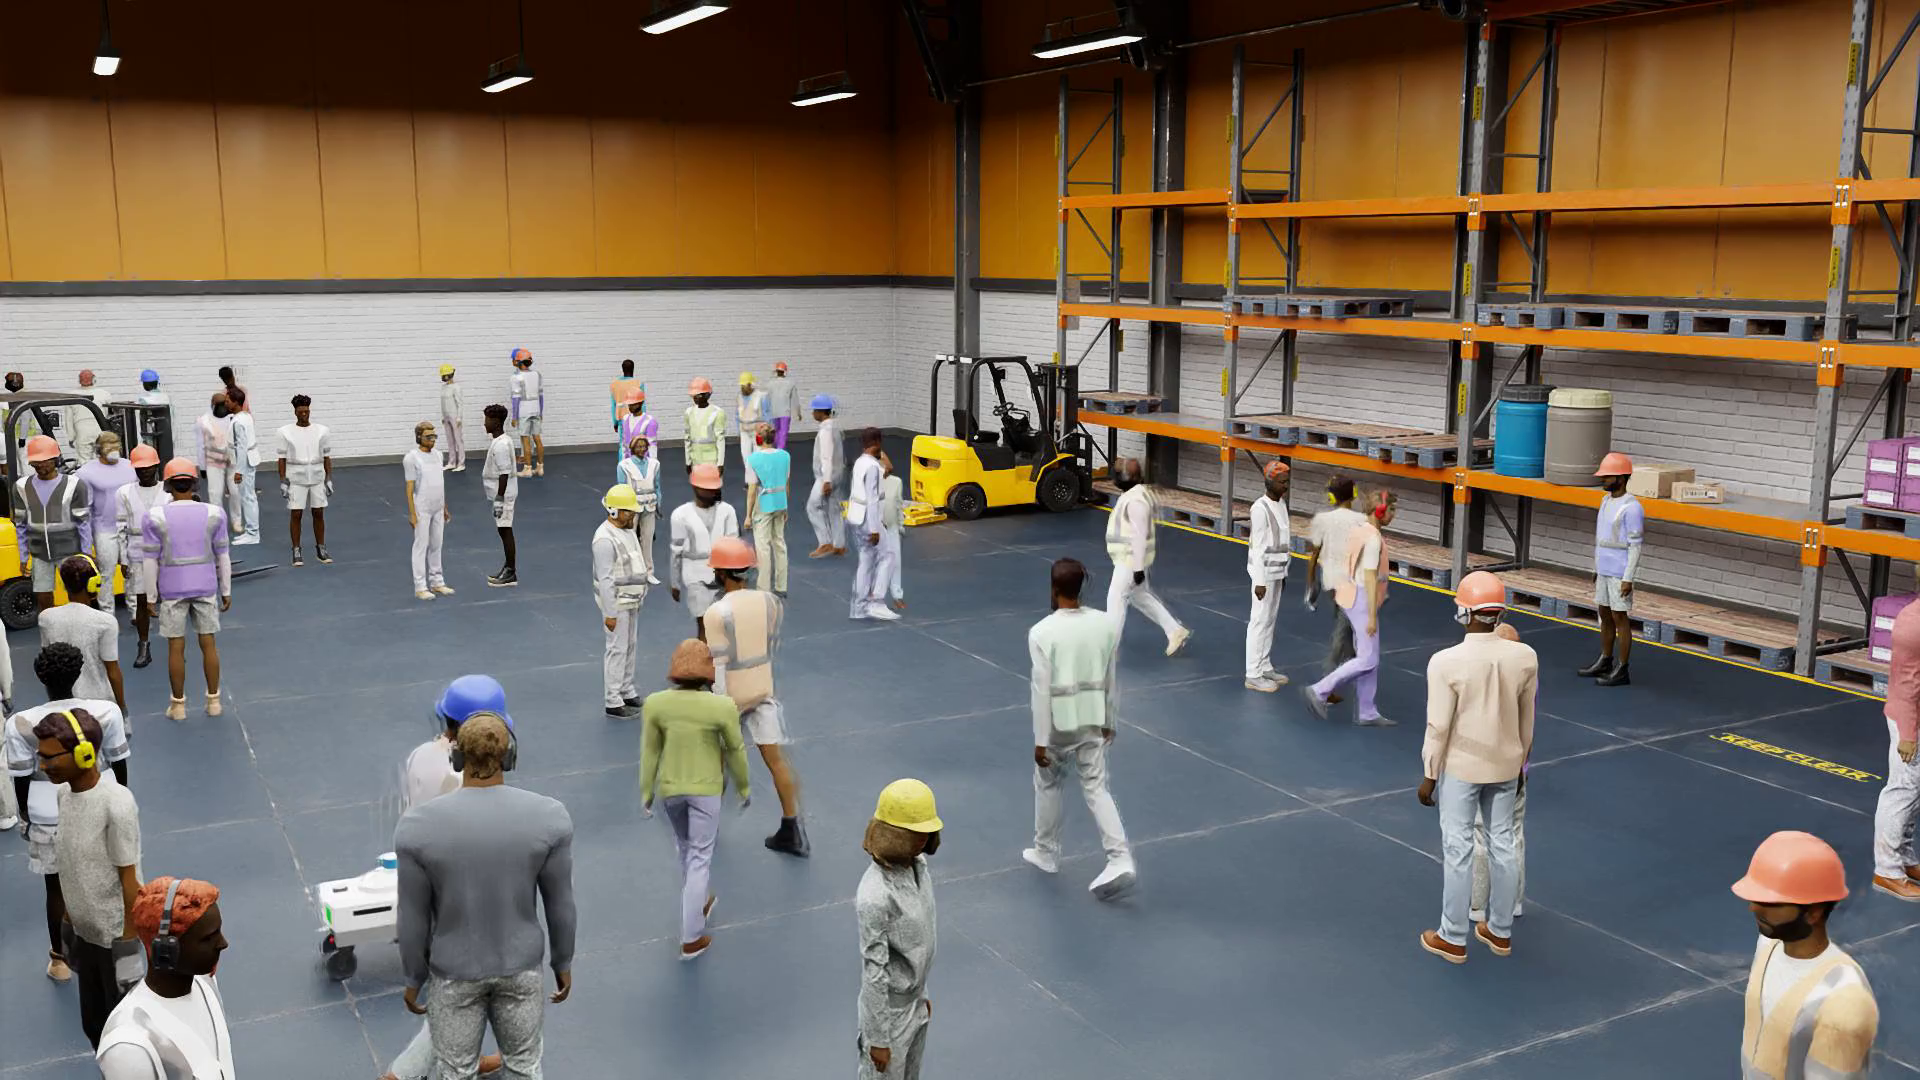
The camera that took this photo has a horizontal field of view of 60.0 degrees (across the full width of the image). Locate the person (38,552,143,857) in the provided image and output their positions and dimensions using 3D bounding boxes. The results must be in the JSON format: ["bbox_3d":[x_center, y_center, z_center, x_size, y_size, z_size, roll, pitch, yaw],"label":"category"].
[{"bbox_3d":[-5.052,0.997,9.646,0.506,1.864,0.332,2,10,10],"label":"person"}]

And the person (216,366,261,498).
[{"bbox_3d":[-10.585,-1.591,24.367,0.370,1.929,0.731,3,10,18],"label":"person"}]

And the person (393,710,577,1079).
[{"bbox_3d":[-1.730,1.576,6.127,0.636,1.929,0.373,-4,10,-20],"label":"person"}]

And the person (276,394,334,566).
[{"bbox_3d":[-7.495,-0.693,19.067,0.606,1.966,0.367,-7,12,-35],"label":"person"}]

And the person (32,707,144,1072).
[{"bbox_3d":[-3.337,1.553,6.467,0.531,1.856,0.330,7,12,36],"label":"person"}]

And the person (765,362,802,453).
[{"bbox_3d":[-2.983,-2.161,28.253,0.585,1.711,0.864,4,10,20],"label":"person"}]

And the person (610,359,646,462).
[{"bbox_3d":[-5.172,-1.858,25.945,0.598,1.908,0.401,4,10,20],"label":"person"}]

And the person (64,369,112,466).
[{"bbox_3d":[-12.455,-1.497,23.867,0.643,1.910,0.400,-4,10,-20],"label":"person"}]

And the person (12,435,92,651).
[{"bbox_3d":[-7.775,0.109,14.275,0.603,2.034,0.417,-1,10,-9],"label":"person"}]

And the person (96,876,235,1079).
[{"bbox_3d":[-2.176,1.851,4.678,0.358,1.880,0.575,-1,10,-4],"label":"person"}]

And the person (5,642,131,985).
[{"bbox_3d":[-4.354,1.334,8.176,0.534,1.697,0.318,-6,12,-32],"label":"person"}]

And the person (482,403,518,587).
[{"bbox_3d":[-4.940,-0.487,17.879,0.367,1.966,0.606,-3,10,-14],"label":"person"}]

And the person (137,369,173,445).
[{"bbox_3d":[-11.354,-1.461,23.588,0.626,1.930,0.621,3,10,15],"label":"person"}]

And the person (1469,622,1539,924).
[{"bbox_3d":[2.864,1.240,8.908,0.509,1.629,0.315,-5,11,-26],"label":"person"}]

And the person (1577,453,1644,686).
[{"bbox_3d":[5.390,0.242,13.767,0.373,1.934,0.551,-1,10,-7],"label":"person"}]

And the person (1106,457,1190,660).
[{"bbox_3d":[1.582,0.169,14.597,0.867,1.809,0.640,1,10,4],"label":"person"}]

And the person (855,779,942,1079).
[{"bbox_3d":[-0.208,1.693,5.974,0.318,1.741,0.492,3,10,18],"label":"person"}]

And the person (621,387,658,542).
[{"bbox_3d":[-3.978,-0.930,20.549,0.544,1.929,0.388,6,12,32],"label":"person"}]

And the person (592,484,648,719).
[{"bbox_3d":[-2.606,0.470,12.803,0.403,1.819,0.601,1,10,6],"label":"person"}]

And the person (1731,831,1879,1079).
[{"bbox_3d":[2.449,1.790,4.922,0.424,1.921,0.547,-1,10,-3],"label":"person"}]

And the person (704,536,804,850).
[{"bbox_3d":[-1.317,0.919,10.028,0.543,1.895,1.010,-10,14,-44],"label":"person"}]

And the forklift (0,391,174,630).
[{"bbox_3d":[-9.026,-0.363,16.508,1.214,2.155,2.313,6,11,29],"label":"forklift"}]

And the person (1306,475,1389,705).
[{"bbox_3d":[3.114,0.379,13.370,0.558,1.795,0.998,8,13,38],"label":"person"}]

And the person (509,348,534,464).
[{"bbox_3d":[-7.422,-2.269,28.192,0.387,1.948,0.602,0,10,3],"label":"person"}]

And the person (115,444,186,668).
[{"bbox_3d":[-6.980,0.135,14.385,0.545,1.938,0.360,-4,11,-21],"label":"person"}]

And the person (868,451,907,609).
[{"bbox_3d":[-0.813,-0.128,16.860,0.516,1.604,0.702,-5,11,-26],"label":"person"}]

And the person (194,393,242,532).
[{"bbox_3d":[-9.338,-0.965,21.086,0.639,1.813,0.518,-8,12,-37],"label":"person"}]

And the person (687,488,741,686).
[{"bbox_3d":[-2.032,0.363,13.753,0.322,1.699,0.535,10,14,44],"label":"person"}]

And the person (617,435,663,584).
[{"bbox_3d":[-3.428,-0.316,17.830,0.515,1.641,0.314,-8,12,-37],"label":"person"}]

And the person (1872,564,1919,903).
[{"bbox_3d":[5.350,1.024,9.258,0.357,1.938,0.638,9,14,43],"label":"person"}]

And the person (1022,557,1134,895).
[{"bbox_3d":[0.684,1.043,9.369,0.604,1.878,0.916,-5,11,-27],"label":"person"}]

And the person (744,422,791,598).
[{"bbox_3d":[-1.968,-0.289,17.078,0.390,1.850,0.565,8,13,40],"label":"person"}]

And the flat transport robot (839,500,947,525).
[{"bbox_3d":[-0.927,-0.400,22.254,1.431,0.197,0.652,8,13,38],"label":"flat transport robot"}]

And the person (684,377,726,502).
[{"bbox_3d":[-3.189,-1.009,20.711,0.601,2.036,0.404,5,11,26],"label":"person"}]

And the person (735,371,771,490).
[{"bbox_3d":[-3.093,-1.659,25.101,0.623,1.805,0.655,5,11,25],"label":"person"}]

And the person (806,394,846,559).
[{"bbox_3d":[-1.589,-0.733,19.406,0.573,1.924,0.641,1,10,4],"label":"person"}]

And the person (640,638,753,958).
[{"bbox_3d":[-1.343,1.293,8.657,0.542,1.606,0.758,2,10,11],"label":"person"}]

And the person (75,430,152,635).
[{"bbox_3d":[-7.930,-0.072,15.611,0.379,1.931,0.635,8,13,38],"label":"person"}]

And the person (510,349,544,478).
[{"bbox_3d":[-6.888,-2.012,26.437,0.391,2.045,0.608,7,12,36],"label":"person"}]

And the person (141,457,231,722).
[{"bbox_3d":[-5.915,0.376,12.737,0.613,2.033,0.412,-7,12,-35],"label":"person"}]

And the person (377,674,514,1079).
[{"bbox_3d":[-2.136,1.476,6.785,0.699,1.903,0.641,-9,13,-40],"label":"person"}]

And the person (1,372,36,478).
[{"bbox_3d":[-13.690,-1.524,24.212,0.429,1.844,0.624,-7,12,-36],"label":"person"}]

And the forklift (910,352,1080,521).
[{"bbox_3d":[0.460,-1.461,22.833,2.313,2.155,1.214,-5,11,-28],"label":"forklift"}]

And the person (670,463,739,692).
[{"bbox_3d":[-2.078,0.298,13.613,0.547,1.890,0.994,-6,12,-31],"label":"person"}]

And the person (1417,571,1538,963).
[{"bbox_3d":[2.602,1.143,8.410,0.611,1.996,0.387,-2,10,-14],"label":"person"}]

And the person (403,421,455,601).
[{"bbox_3d":[-5.490,-0.306,17.185,0.334,1.845,0.513,5,11,26],"label":"person"}]

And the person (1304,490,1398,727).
[{"bbox_3d":[2.978,0.521,12.547,0.625,1.810,0.626,1,10,5],"label":"person"}]

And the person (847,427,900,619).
[{"bbox_3d":[-0.819,-0.156,16.246,0.554,1.882,0.631,-3,10,-14],"label":"person"}]

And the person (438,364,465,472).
[{"bbox_3d":[-8.306,-1.990,27.134,0.526,1.760,0.337,9,13,41],"label":"person"}]

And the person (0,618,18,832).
[{"bbox_3d":[-6.069,1.016,10.175,0.511,1.639,0.308,-7,12,-35],"label":"person"}]

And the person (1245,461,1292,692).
[{"bbox_3d":[2.538,0.289,13.652,0.337,1.881,0.585,5,11,28],"label":"person"}]

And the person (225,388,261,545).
[{"bbox_3d":[-8.795,-0.904,20.418,0.392,1.920,0.587,-3,10,-17],"label":"person"}]
